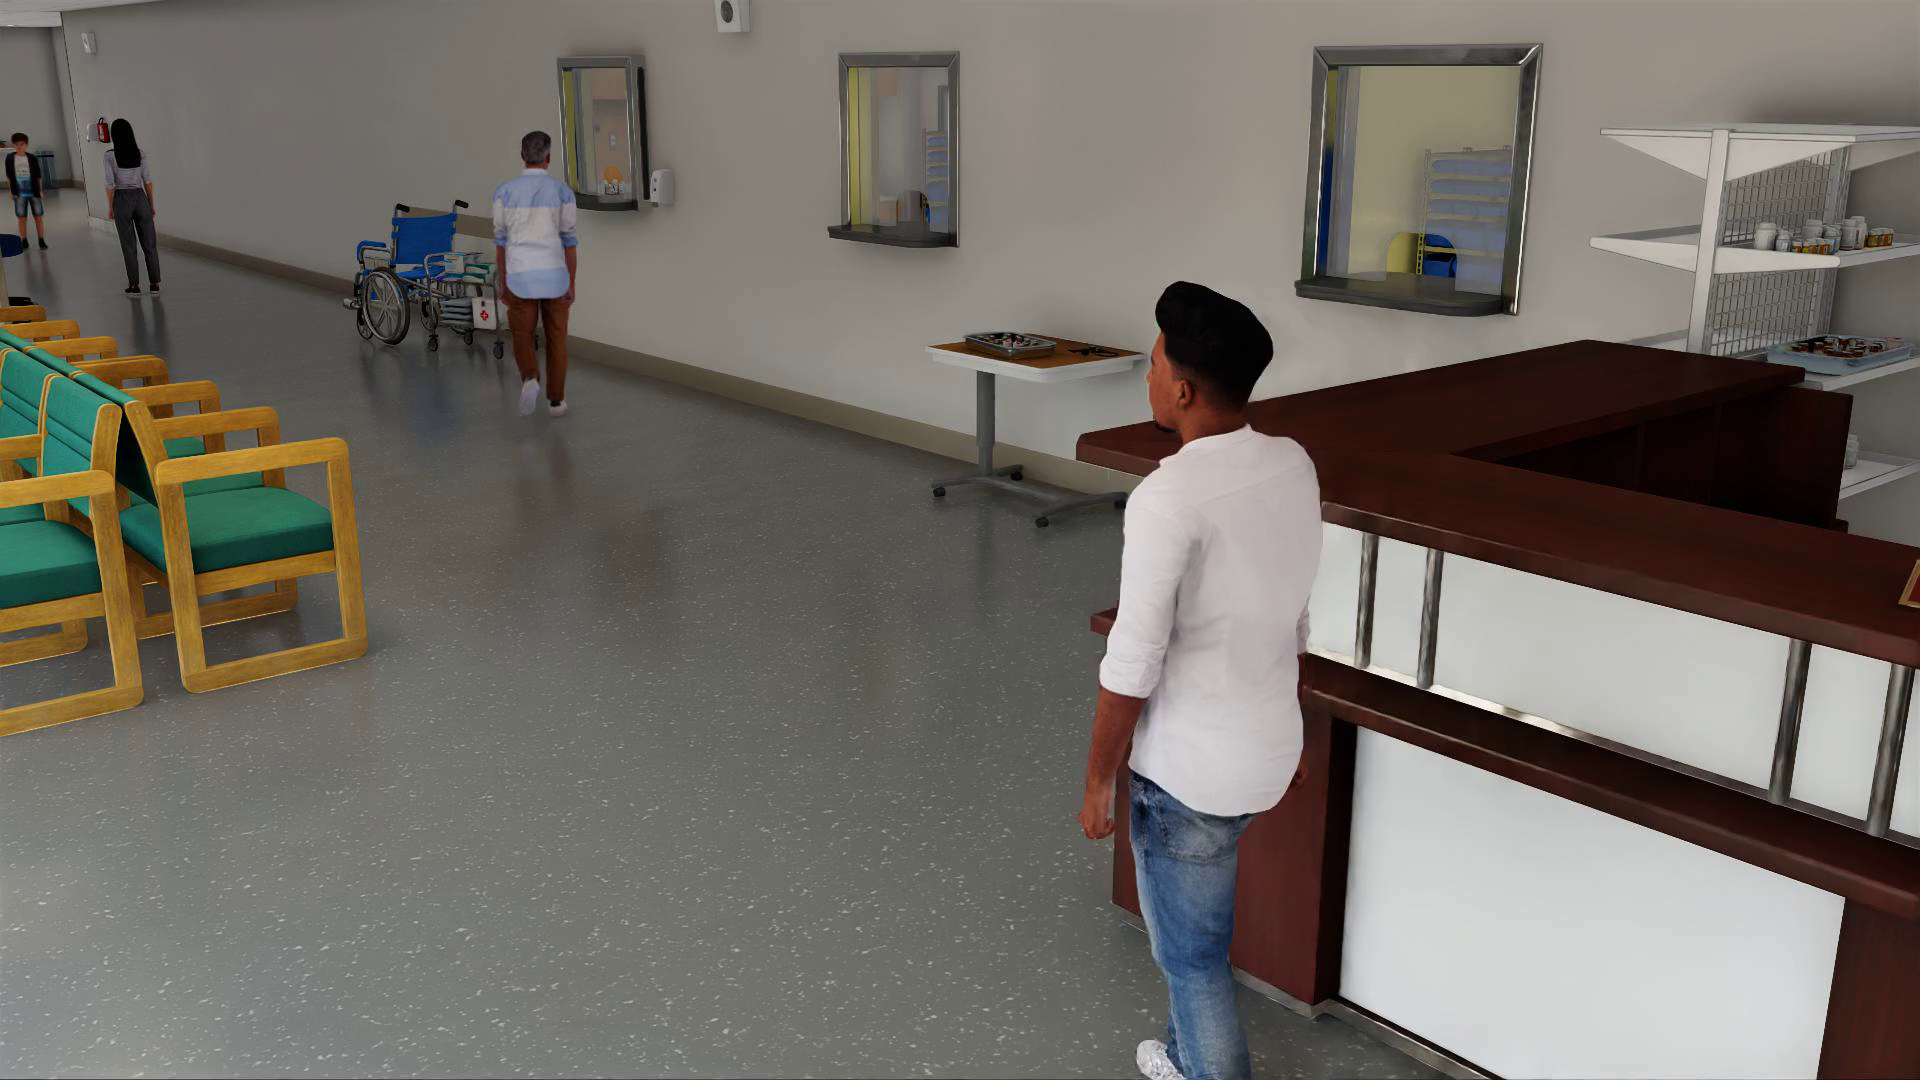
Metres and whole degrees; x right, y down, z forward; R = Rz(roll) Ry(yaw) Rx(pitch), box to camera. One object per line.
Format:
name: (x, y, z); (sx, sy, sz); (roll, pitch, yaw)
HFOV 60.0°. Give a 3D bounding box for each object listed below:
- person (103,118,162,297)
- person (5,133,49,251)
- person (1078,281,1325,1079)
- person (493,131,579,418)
person: (-8.300, -3.338, 16.671); (0.440, 1.734, 0.648); (-13, 20, -39)
person: (-11.709, -4.372, 20.864); (0.504, 1.448, 0.638); (-8, 18, -27)
person: (0.544, 0.423, 3.210); (0.601, 1.798, 0.720); (-14, 21, -41)
person: (-2.669, -1.635, 10.498); (0.971, 1.804, 0.976); (-3, 16, -10)
